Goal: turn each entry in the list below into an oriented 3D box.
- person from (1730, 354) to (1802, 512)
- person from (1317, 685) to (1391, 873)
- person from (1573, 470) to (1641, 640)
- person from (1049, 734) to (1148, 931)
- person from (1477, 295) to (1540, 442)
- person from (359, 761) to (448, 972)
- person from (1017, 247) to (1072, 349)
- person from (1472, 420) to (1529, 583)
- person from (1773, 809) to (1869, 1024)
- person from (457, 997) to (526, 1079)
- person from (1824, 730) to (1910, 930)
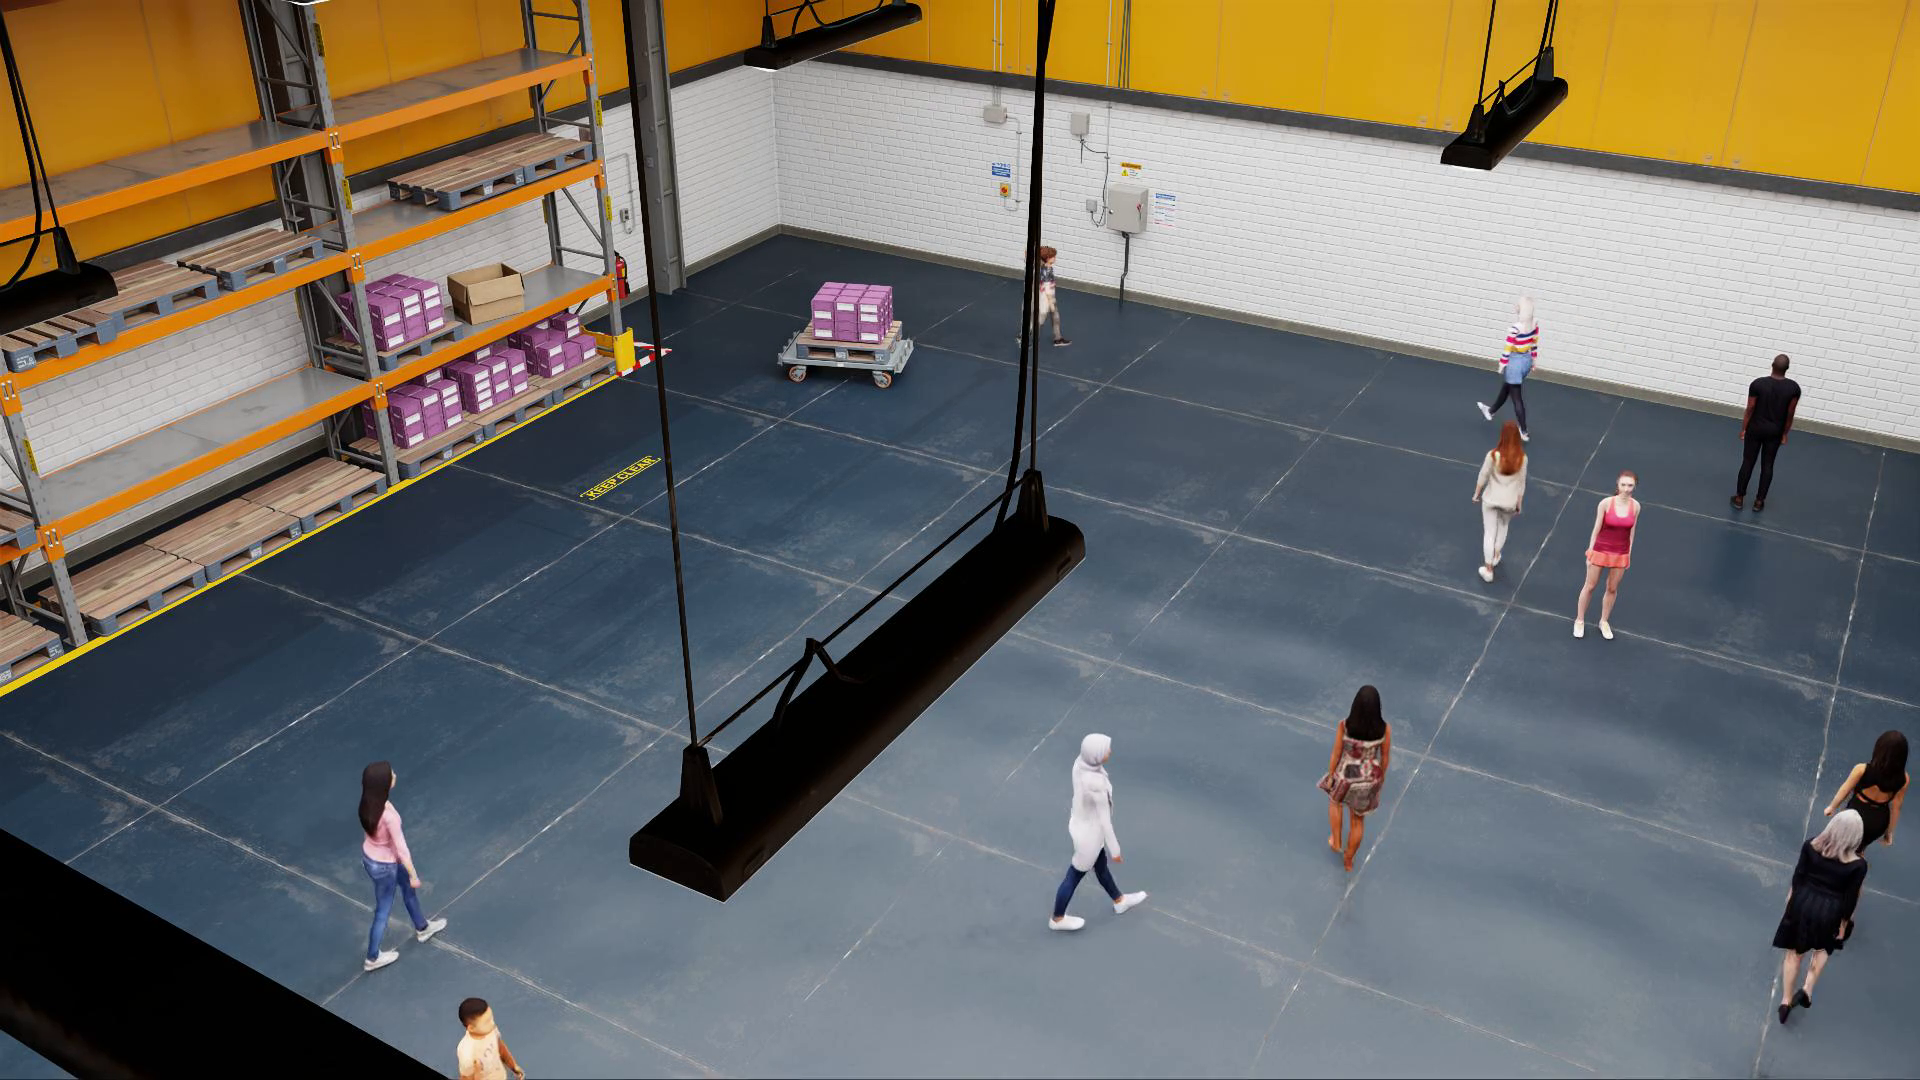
[{"bbox_3d":[8.819,-1.182,18.219,0.706,1.820,0.627,9,30,17],"label":"person"},{"bbox_3d":[3.055,1.878,12.804,0.766,1.633,0.780,3,29,6],"label":"person"},{"bbox_3d":[6.211,0.126,15.891,0.651,1.754,0.669,3,29,5],"label":"person"},{"bbox_3d":[0.844,2.173,12.145,1.087,1.747,1.058,-5,29,-10],"label":"person"},{"bbox_3d":[6.702,-2.014,19.807,1.141,1.760,1.046,-16,32,-27],"label":"person"},{"bbox_3d":[-4.179,2.349,11.861,0.982,1.710,0.772,-23,36,-35],"label":"person"},{"bbox_3d":[1.105,-3.241,22.419,0.837,1.412,0.966,3,29,6],"label":"person"},{"bbox_3d":[5.483,-0.354,16.838,0.788,1.689,0.923,2,29,4],"label":"person"},{"bbox_3d":[5.821,2.606,11.361,0.633,1.737,0.723,20,34,32],"label":"person"},{"bbox_3d":[-2.983,3.383,10.252,0.854,1.434,0.927,1,29,2],"label":"person"},{"bbox_3d":[6.675,2.187,12.275,0.816,1.597,1.134,5,29,9],"label":"person"}]
